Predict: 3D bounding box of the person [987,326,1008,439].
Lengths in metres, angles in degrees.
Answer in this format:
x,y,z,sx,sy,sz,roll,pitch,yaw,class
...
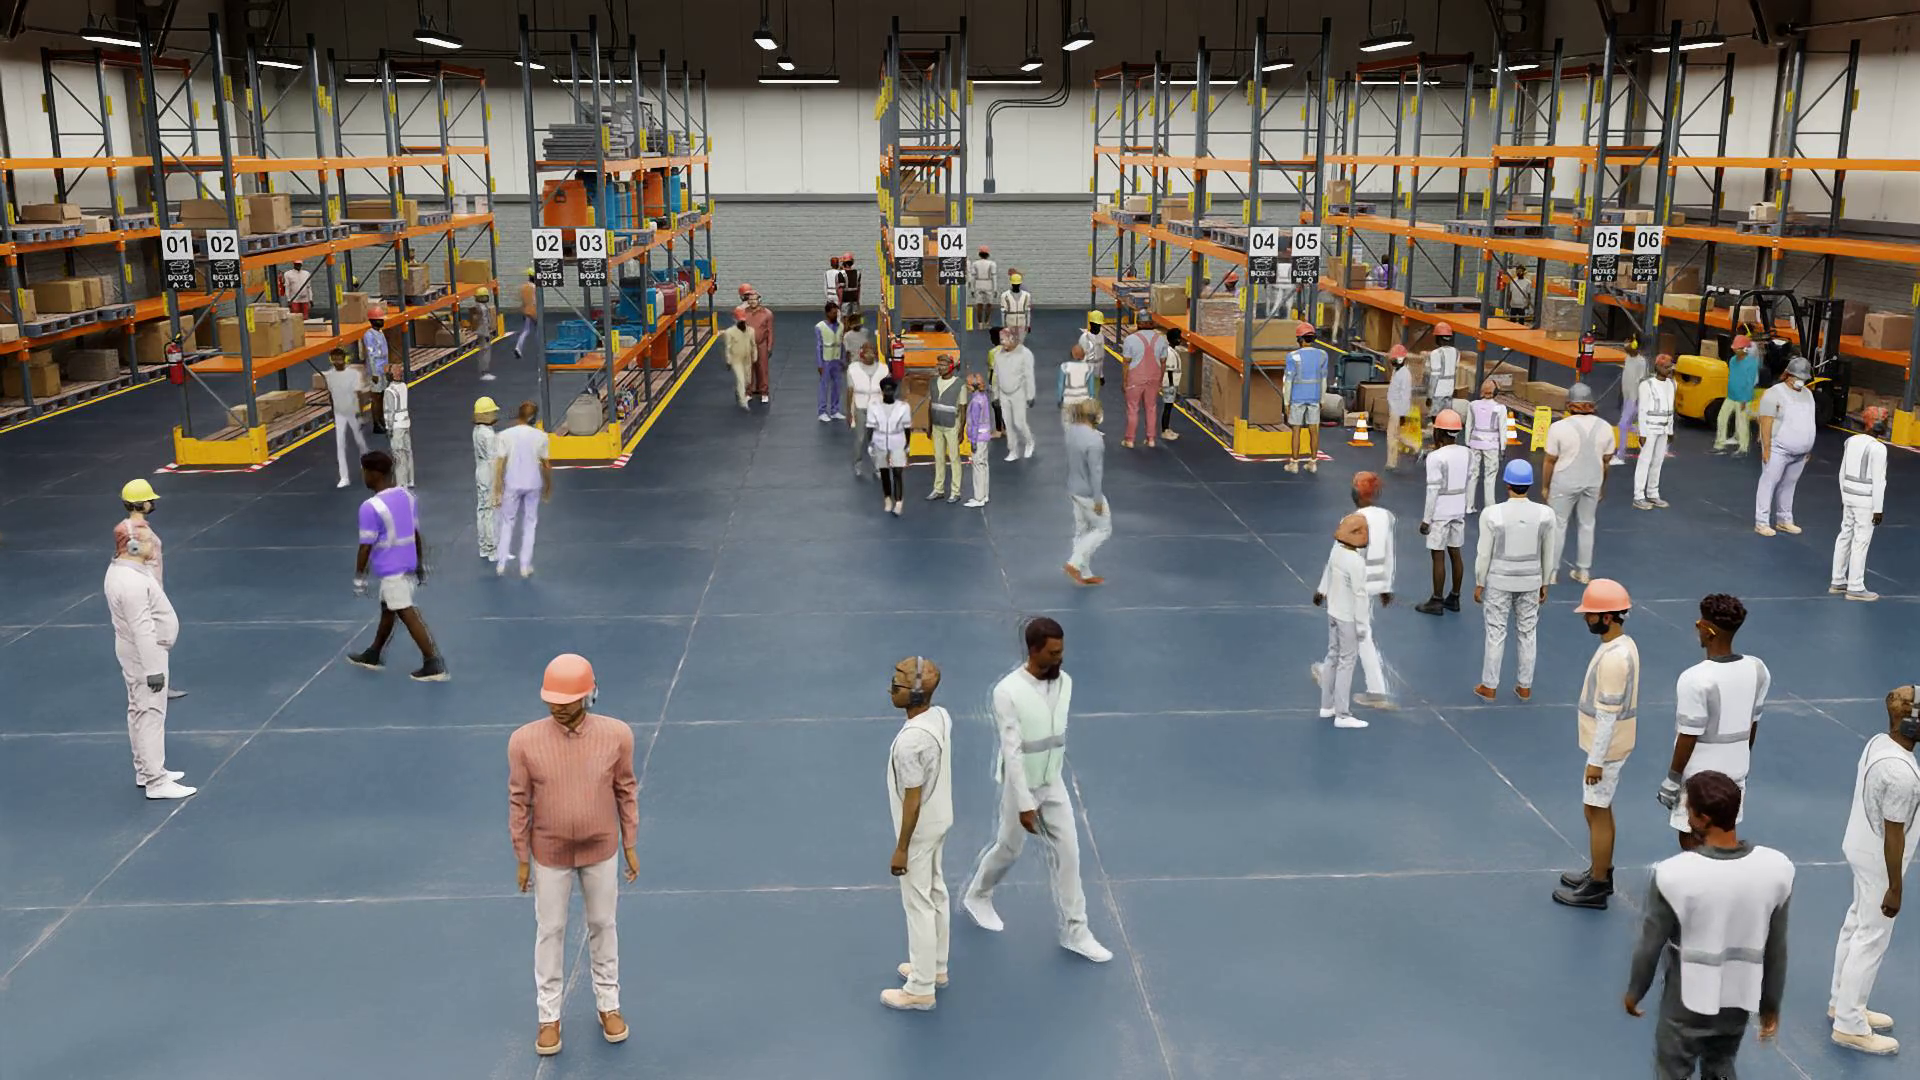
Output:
x,y,z,sx,sy,sz,roll,pitch,yaw,class
0.578,-2.361,25.017,0.319,1.692,0.533,8,15,29,person

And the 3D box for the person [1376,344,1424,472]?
x,y,z,sx,sy,sz,roll,pitch,yaw,class
5.971,-1.777,22.445,0.573,1.730,0.567,1,13,5,person

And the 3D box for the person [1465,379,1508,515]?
x,y,z,sx,sy,sz,roll,pitch,yaw,class
6.235,-1.088,19.738,0.310,1.638,0.523,-13,18,-43,person

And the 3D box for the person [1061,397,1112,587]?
x,y,z,sx,sy,sz,roll,pitch,yaw,class
1.265,-0.454,16.425,0.443,1.929,0.649,-5,14,-19,person

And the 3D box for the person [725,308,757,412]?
x,y,z,sx,sy,sz,roll,pitch,yaw,class
-3.680,-3.027,27.787,0.569,1.723,0.640,-9,16,-34,person

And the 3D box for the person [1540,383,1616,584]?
x,y,z,sx,sy,sz,roll,pitch,yaw,class
6.150,-0.575,16.704,0.689,2.000,0.535,-2,13,-7,person

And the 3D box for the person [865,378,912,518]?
x,y,z,sx,sy,sz,roll,pitch,yaw,class
-0.853,-1.090,19.691,0.541,1.651,0.850,1,13,5,person

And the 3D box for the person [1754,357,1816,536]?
x,y,z,sx,sy,sz,roll,pitch,yaw,class
9.363,-1.061,18.764,0.674,2.000,0.536,-5,14,-19,person

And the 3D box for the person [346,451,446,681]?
x,y,z,sx,sy,sz,roll,pitch,yaw,class
-4.690,0.212,13.665,1.020,1.907,0.622,4,14,15,person

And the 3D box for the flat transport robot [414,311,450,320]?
x,y,z,sx,sy,sz,roll,pitch,yaw,class
-13.293,-5.610,41.826,0.652,0.197,1.431,0,13,2,flat transport robot

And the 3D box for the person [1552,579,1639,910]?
x,y,z,sx,sy,sz,roll,pitch,yaw,class
3.678,1.167,9.586,0.391,1.923,0.554,6,15,23,person

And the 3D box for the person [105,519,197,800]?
x,y,z,sx,sy,sz,roll,pitch,yaw,class
-5.460,0.795,11.190,0.408,1.908,0.641,-9,16,-34,person

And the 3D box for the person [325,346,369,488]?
x,y,z,sx,sy,sz,roll,pitch,yaw,class
-7.979,-1.652,21.758,0.530,1.823,0.960,0,13,-1,person

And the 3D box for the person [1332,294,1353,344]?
x,y,z,sx,sy,sz,roll,pitch,yaw,class
8.576,-5.191,37.224,0.500,1.591,0.843,10,16,35,person

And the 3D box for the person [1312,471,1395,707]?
x,y,z,sx,sy,sz,roll,pitch,yaw,class
3.104,0.359,13.157,0.617,1.850,0.840,-11,17,-40,person

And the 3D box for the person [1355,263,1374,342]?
x,y,z,sx,sy,sz,roll,pitch,yaw,class
8.952,-5.225,36.884,0.409,1.821,0.595,-1,13,-3,person

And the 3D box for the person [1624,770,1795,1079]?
x,y,z,sx,sy,sz,roll,pitch,yaw,class
3.027,1.843,6.774,0.603,1.896,0.479,-3,14,-11,person

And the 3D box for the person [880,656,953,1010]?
x,y,z,sx,sy,sz,roll,pitch,yaw,class
-0.216,1.474,8.441,0.341,1.846,0.510,4,14,18,person

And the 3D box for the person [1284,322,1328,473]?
x,y,z,sx,sy,sz,roll,pitch,yaw,class
4.619,-1.905,22.360,0.606,2.035,0.405,-3,14,-11,person

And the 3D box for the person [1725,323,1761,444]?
x,y,z,sx,sy,sz,roll,pitch,yaw,class
11.600,-2.278,24.371,0.652,1.828,0.598,4,14,15,person

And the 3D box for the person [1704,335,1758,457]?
x,y,z,sx,sy,sz,roll,pitch,yaw,class
10.916,-2.024,23.492,0.716,1.724,0.587,-3,14,-12,person

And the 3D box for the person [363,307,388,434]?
x,y,z,sx,sy,sz,roll,pitch,yaw,class
-8.907,-2.607,25.532,0.359,1.939,0.543,0,13,-1,person

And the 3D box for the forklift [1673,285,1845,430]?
x,y,z,sx,sy,sz,roll,pitch,yaw,class
12.503,-2.886,26.166,2.313,2.155,1.214,-1,13,-3,forklift

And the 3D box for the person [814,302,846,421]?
x,y,z,sx,sy,sz,roll,pitch,yaw,class
-2.097,-2.862,26.685,0.388,1.910,0.589,12,18,42,person

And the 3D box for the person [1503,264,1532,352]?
x,y,z,sx,sy,sz,roll,pitch,yaw,class
12.006,-4.997,35.794,0.513,1.876,0.327,12,18,41,person

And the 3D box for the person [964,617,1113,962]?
x,y,z,sx,sy,sz,roll,pitch,yaw,class
0.386,1.318,9.047,0.595,1.880,0.949,-12,18,-42,person

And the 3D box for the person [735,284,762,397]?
x,y,z,sx,sy,sz,roll,pitch,yaw,class
-3.710,-3.481,29.119,0.398,1.989,0.621,11,17,40,person

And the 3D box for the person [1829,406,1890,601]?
x,y,z,sx,sy,sz,roll,pitch,yaw,class
8.746,-0.359,16.125,0.337,1.881,0.584,-1,13,-5,person

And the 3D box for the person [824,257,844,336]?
x,y,z,sx,sy,sz,roll,pitch,yaw,class
-2.830,-5.500,37.906,0.575,1.884,0.355,9,16,35,person

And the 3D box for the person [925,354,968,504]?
x,y,z,sx,sy,sz,roll,pitch,yaw,class
-0.156,-1.382,20.536,0.563,1.847,0.389,9,16,35,person

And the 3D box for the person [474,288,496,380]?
x,y,z,sx,sy,sz,roll,pitch,yaw,class
-9.009,-3.893,31.471,0.336,1.714,0.583,-8,16,-31,person

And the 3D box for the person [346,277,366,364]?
x,y,z,sx,sy,sz,roll,pitch,yaw,class
-12.268,-4.467,33.783,0.328,1.767,0.532,1,13,5,person

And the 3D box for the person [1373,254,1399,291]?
x,y,z,sx,sy,sz,roll,pitch,yaw,class
10.097,-5.870,39.567,0.633,1.841,0.429,-3,14,-11,person

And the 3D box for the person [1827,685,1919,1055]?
x,y,z,sx,sy,sz,roll,pitch,yaw,class
4.460,1.577,8.038,0.341,1.839,0.501,4,14,17,person
